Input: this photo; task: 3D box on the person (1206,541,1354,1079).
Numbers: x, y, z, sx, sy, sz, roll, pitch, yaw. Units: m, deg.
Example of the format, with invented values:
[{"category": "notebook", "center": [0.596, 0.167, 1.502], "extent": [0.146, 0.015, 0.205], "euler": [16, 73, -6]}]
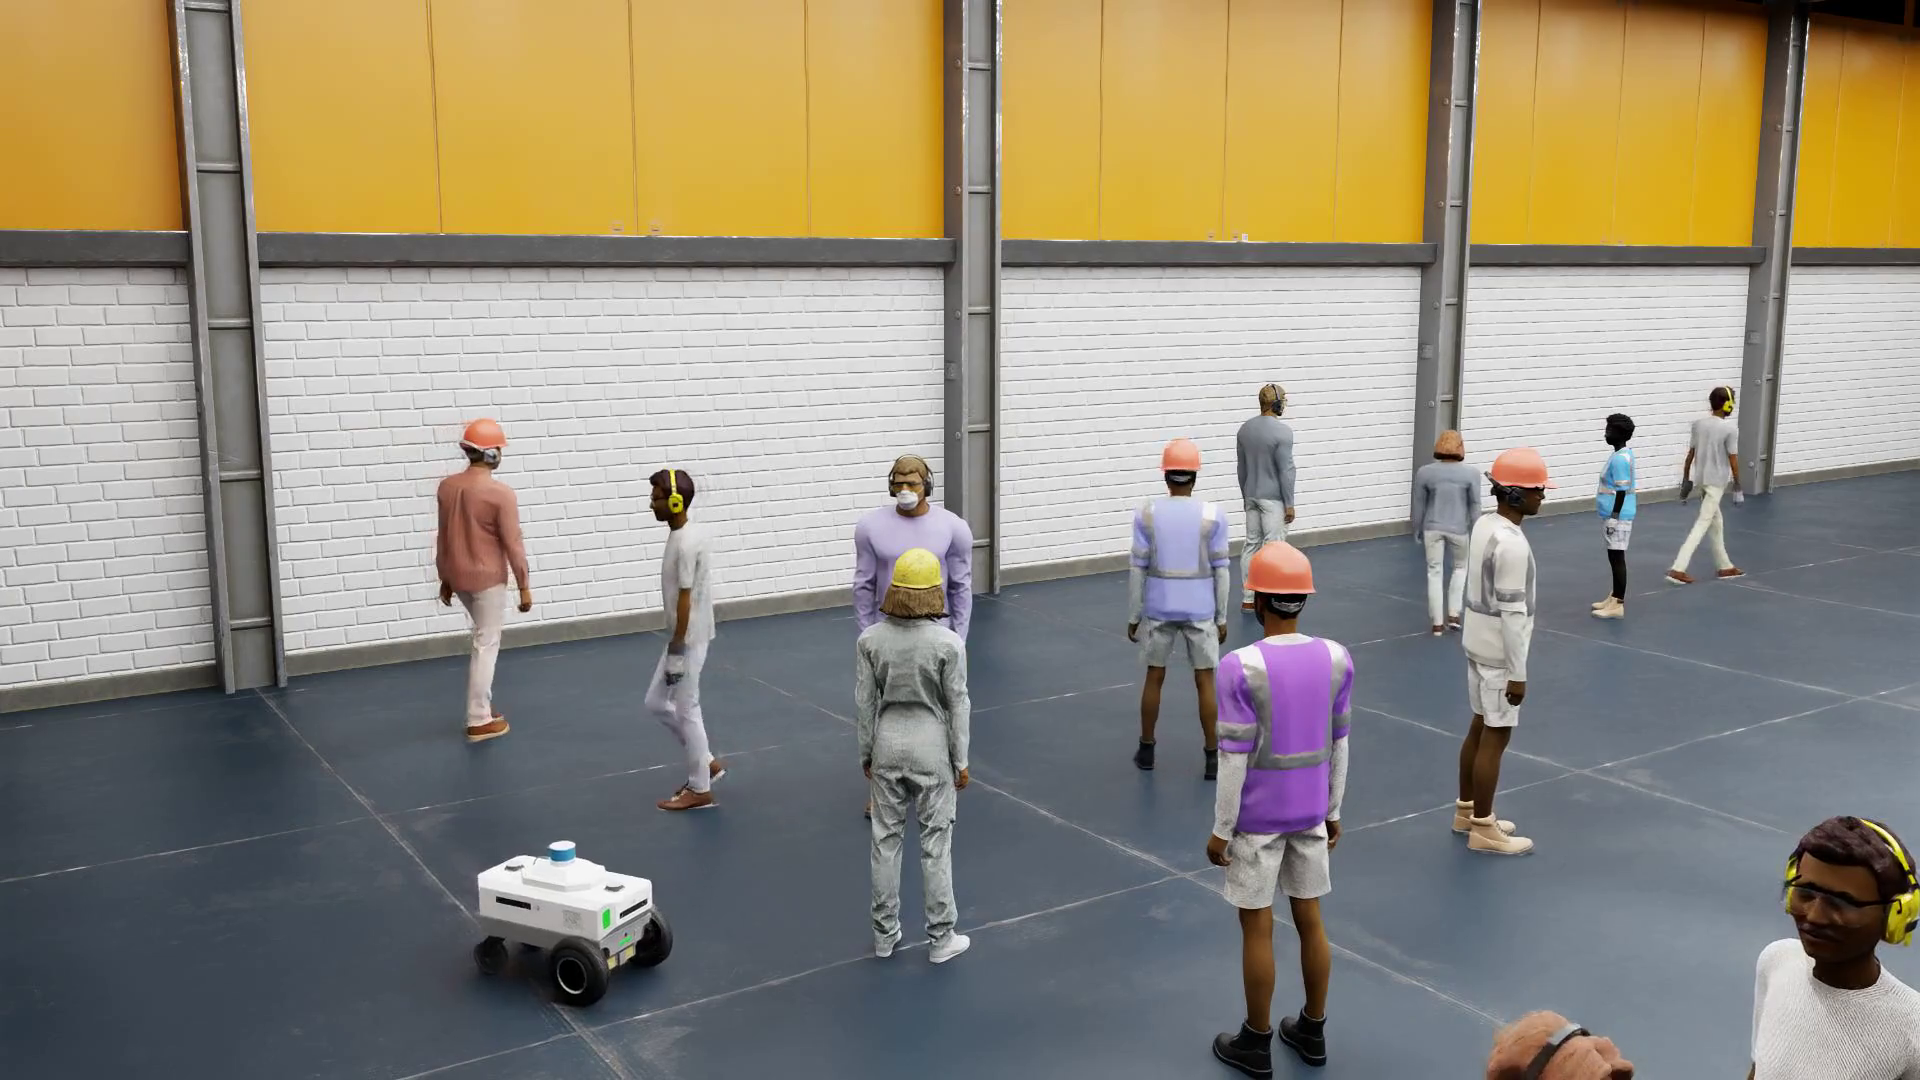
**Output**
[{"category": "person", "center": [1.130, 0.966, 6.001], "extent": [0.552, 1.935, 0.373], "euler": [-4, 10, -23]}]

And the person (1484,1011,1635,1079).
[{"category": "person", "center": [0.997, 1.616, 3.090], "extent": [0.551, 1.604, 0.494], "euler": [-3, 10, -19]}]

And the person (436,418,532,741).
[{"category": "person", "center": [-2.909, 0.239, 10.260], "extent": [0.648, 1.971, 0.587], "euler": [6, 11, 31]}]

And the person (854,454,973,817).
[{"category": "person", "center": [-0.246, 0.509, 8.750], "extent": [0.628, 1.939, 0.375], "euler": [1, 9, 6]}]

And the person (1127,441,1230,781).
[{"category": "person", "center": [1.268, 0.398, 9.522], "extent": [0.625, 1.911, 0.461], "euler": [2, 10, 15]}]

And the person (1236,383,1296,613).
[{"category": "person", "center": [2.548, -0.327, 13.784], "extent": [0.371, 1.941, 0.627], "euler": [-6, 11, -31]}]

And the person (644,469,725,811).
[{"category": "person", "center": [-1.492, 0.544, 8.811], "extent": [0.388, 1.855, 0.509], "euler": [-3, 10, -16]}]

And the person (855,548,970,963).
[{"category": "person", "center": [-0.189, 0.898, 6.991], "extent": [0.492, 1.742, 0.323], "euler": [3, 10, 18]}]

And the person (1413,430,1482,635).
[{"category": "person", "center": [3.864, -0.071, 13.178], "extent": [0.533, 1.611, 0.523], "euler": [4, 10, 22]}]

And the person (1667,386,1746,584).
[{"category": "person", "center": [6.883, -0.500, 15.225], "extent": [0.995, 1.824, 0.522], "euler": [-3, 10, -19]}]

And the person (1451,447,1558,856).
[{"category": "person", "center": [2.695, 0.552, 8.224], "extent": [0.393, 2.038, 0.606], "euler": [1, 9, 4]}]

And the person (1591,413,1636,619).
[{"category": "person", "center": [5.416, -0.201, 13.752], "extent": [0.315, 1.696, 0.541], "euler": [4, 10, 22]}]

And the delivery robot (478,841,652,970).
[{"category": "delivery robot", "center": [-1.618, 1.476, 6.799], "extent": [0.707, 0.478, 0.477], "euler": [5, 11, 26]}]

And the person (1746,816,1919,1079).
[{"category": "person", "center": [1.687, 1.444, 3.304], "extent": [0.320, 1.876, 0.533], "euler": [-3, 10, -16]}]
